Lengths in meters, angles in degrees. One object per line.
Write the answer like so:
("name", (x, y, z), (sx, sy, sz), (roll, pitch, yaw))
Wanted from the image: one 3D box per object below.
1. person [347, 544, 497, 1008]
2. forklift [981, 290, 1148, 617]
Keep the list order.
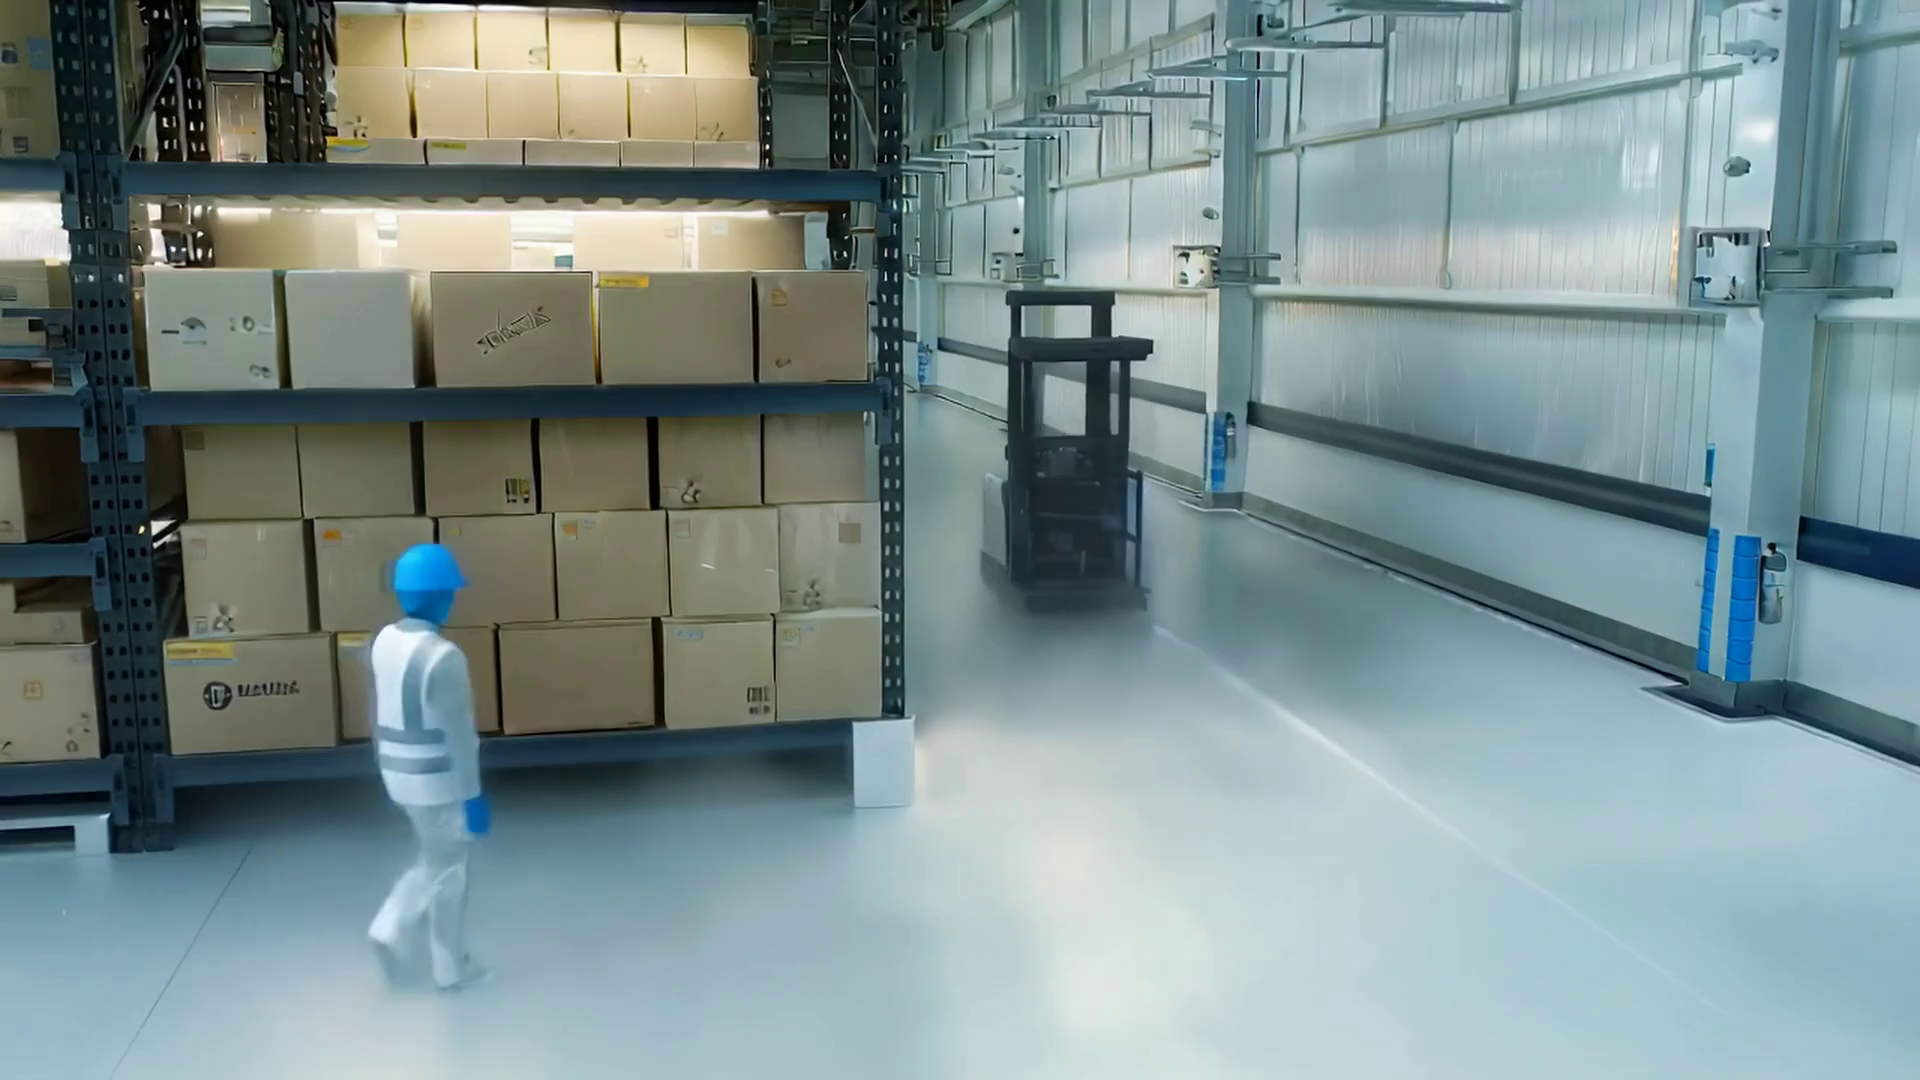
("person", (-2.166, 0.974, 6.743), (0.483, 1.932, 0.614), (-8, 12, -41))
("forklift", (0.892, -0.863, 15.060), (1.129, 2.768, 1.873), (-2, 10, -12))
